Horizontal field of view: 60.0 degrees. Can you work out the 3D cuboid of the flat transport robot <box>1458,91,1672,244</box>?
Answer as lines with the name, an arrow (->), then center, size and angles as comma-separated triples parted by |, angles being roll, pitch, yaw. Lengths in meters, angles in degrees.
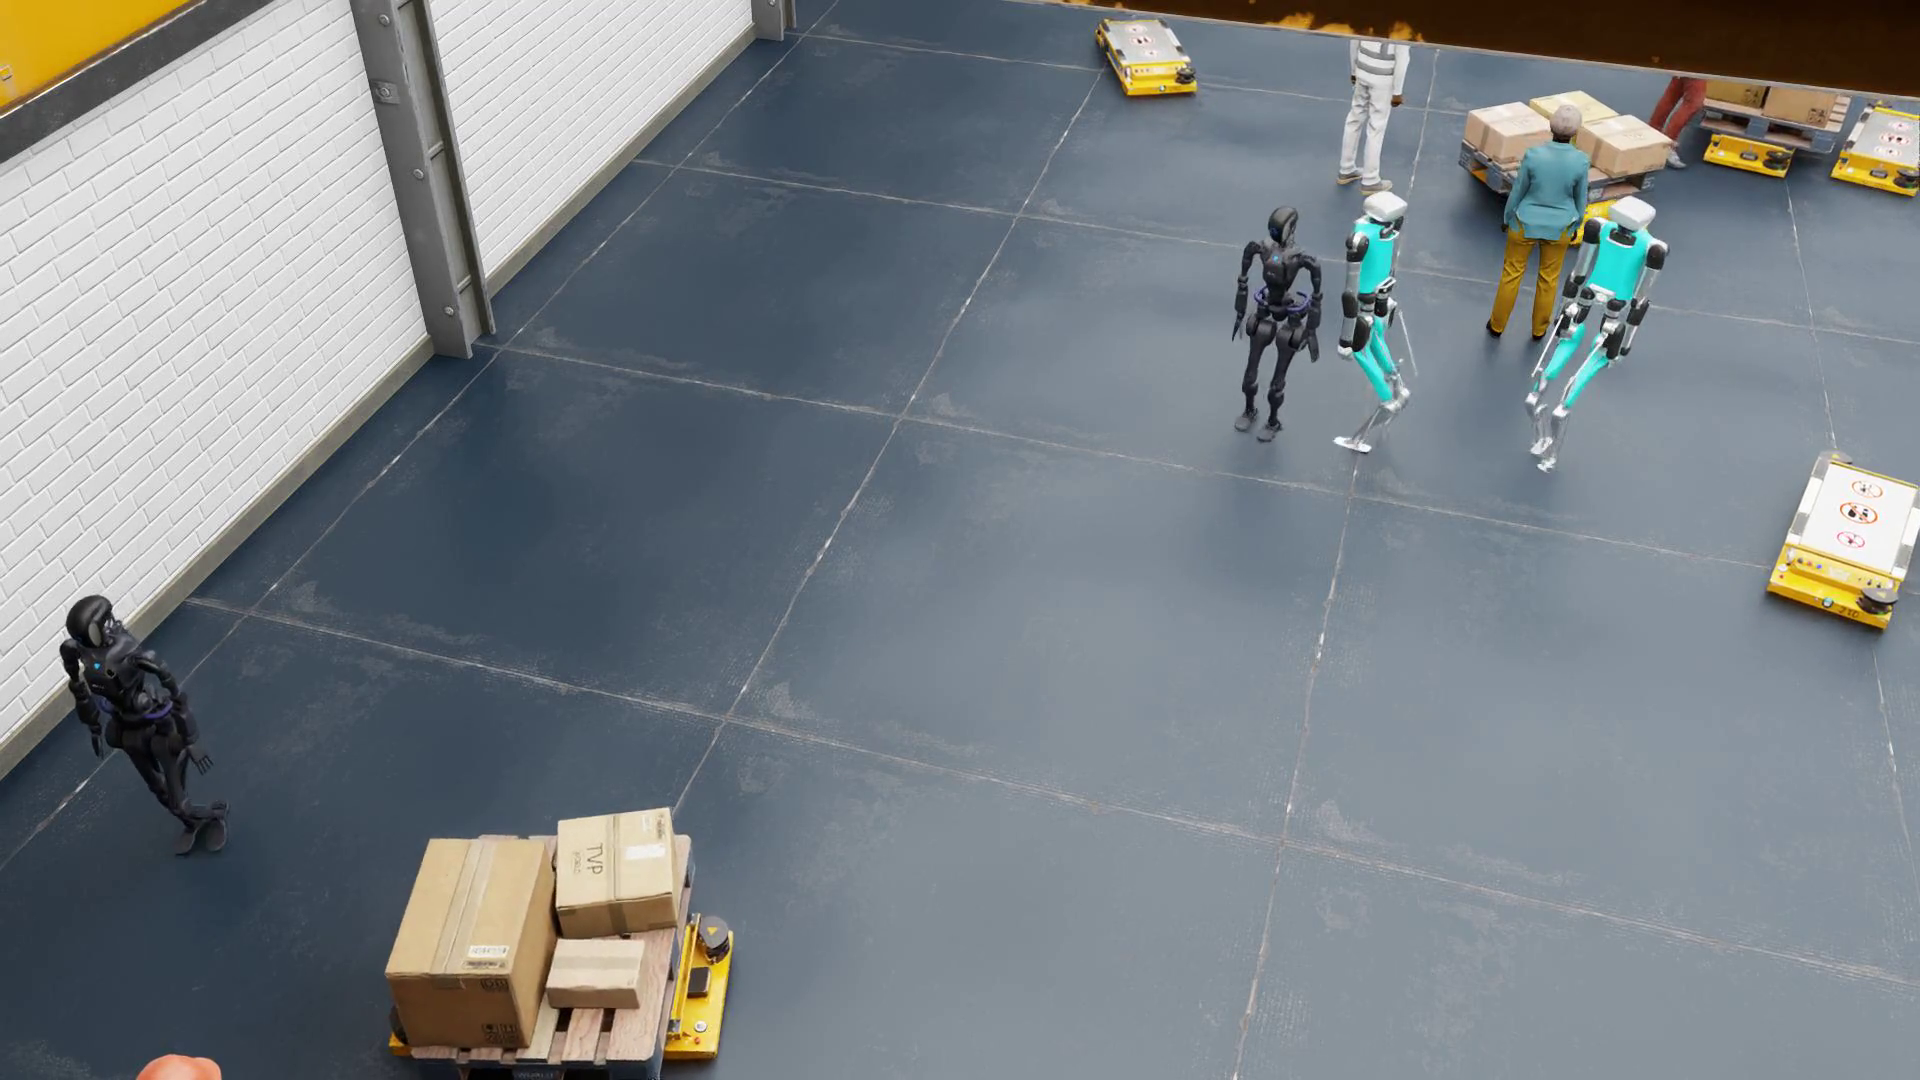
flat transport robot -> 4.821, -2.859, 13.560 | 0.659, 0.231, 1.431 | -14, 41, -16

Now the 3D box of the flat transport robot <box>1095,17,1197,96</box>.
flat transport robot -> 1.742, -4.581, 15.702 | 0.659, 0.231, 1.431 | -5, 39, -7

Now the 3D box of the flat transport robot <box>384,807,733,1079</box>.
flat transport robot -> -1.779, 2.008, 7.507 | 1.431, 0.231, 0.659 | 0, 39, 0

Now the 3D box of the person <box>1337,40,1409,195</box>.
person -> 3.339, -3.697, 13.316 | 0.356, 1.881, 0.573 | -21, 43, -24

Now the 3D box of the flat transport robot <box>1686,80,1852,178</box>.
flat transport robot -> 6.949, -3.561, 14.434 | 0.659, 0.231, 1.431 | 20, 43, 23

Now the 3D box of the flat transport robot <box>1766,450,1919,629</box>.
flat transport robot -> 5.386, -0.032, 10.044 | 0.659, 0.231, 1.431 | 22, 44, 25

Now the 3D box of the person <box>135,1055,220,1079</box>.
person -> -2.469, 2.396, 5.695 | 0.546, 1.936, 0.377 | 5, 39, 6

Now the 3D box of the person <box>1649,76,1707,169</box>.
person -> 6.105, -4.035, 13.771 | 0.492, 1.849, 0.568 | 20, 43, 23

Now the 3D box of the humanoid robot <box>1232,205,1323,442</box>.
humanoid robot -> 2.031, -1.388, 10.607 | 0.616, 1.645, 0.316 | 21, 44, 24

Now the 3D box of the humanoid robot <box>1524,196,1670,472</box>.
humanoid robot -> 3.836, -1.192, 10.344 | 0.782, 1.813, 0.544 | -32, 49, -33

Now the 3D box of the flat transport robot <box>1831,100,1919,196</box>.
flat transport robot -> 7.932, -3.346, 14.167 | 0.659, 0.231, 1.431 | 23, 44, 25

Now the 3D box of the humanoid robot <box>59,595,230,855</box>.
humanoid robot -> -3.816, 0.878, 7.784 | 0.610, 1.644, 0.345 | 5, 39, 7

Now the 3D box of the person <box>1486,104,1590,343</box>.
person -> 4.030, -2.179, 11.529 | 0.533, 1.754, 0.339 | 8, 40, 10

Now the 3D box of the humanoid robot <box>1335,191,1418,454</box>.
humanoid robot -> 2.695, -1.240, 10.439 | 0.684, 1.876, 0.541 | 28, 46, 30
